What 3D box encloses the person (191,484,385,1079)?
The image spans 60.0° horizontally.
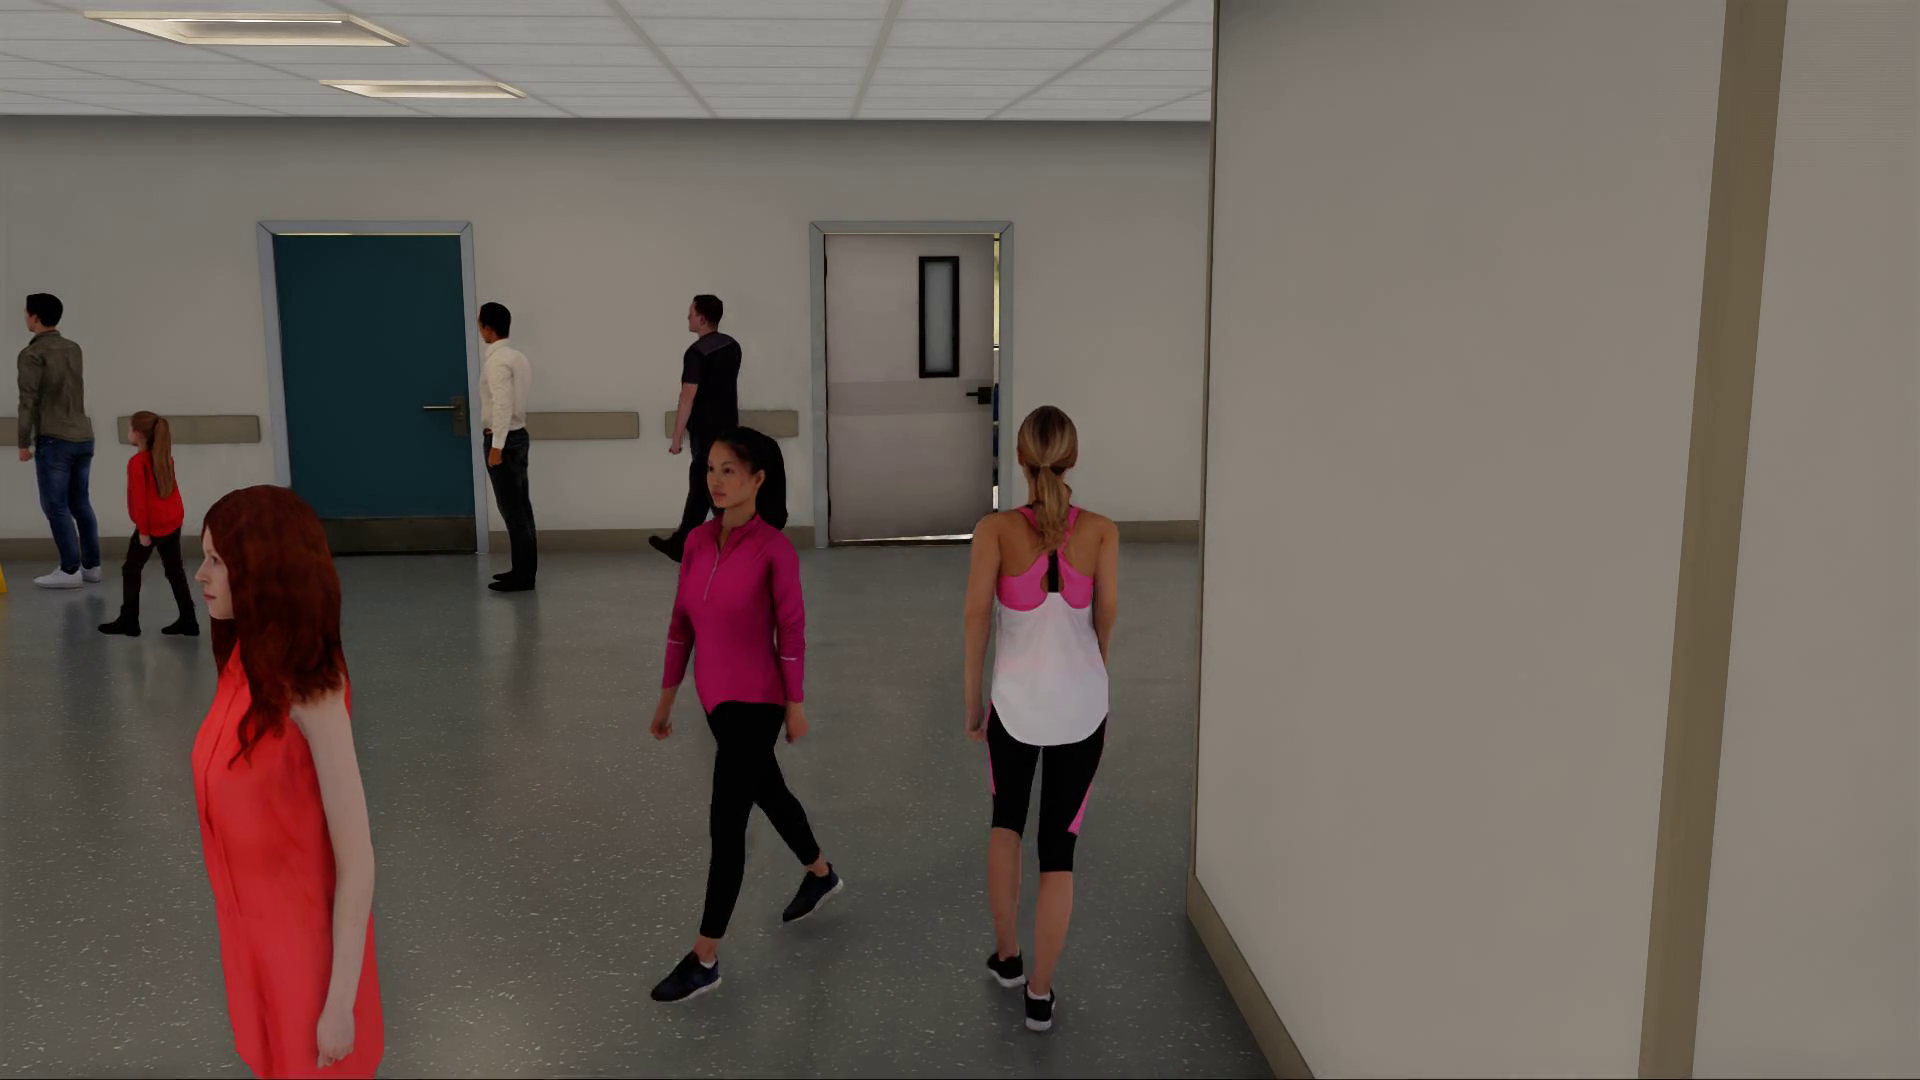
[{"bbox_3d":[-1.230,0.797,3.131,0.705,1.827,0.678,-10,14,-41],"label":"person"}]

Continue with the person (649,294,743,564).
[{"bbox_3d":[-1.549,-0.656,10.823,1.200,1.812,1.011,4,11,18],"label":"person"}]

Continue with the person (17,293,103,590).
[{"bbox_3d":[-5.686,-0.627,10.539,0.686,1.862,0.751,2,11,10],"label":"person"}]

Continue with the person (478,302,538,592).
[{"bbox_3d":[-2.846,-0.589,10.483,0.544,1.808,0.657,0,11,-2],"label":"person"}]

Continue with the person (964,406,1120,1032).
[{"bbox_3d":[0.252,0.532,4.674,0.615,1.772,0.681,0,11,0],"label":"person"}]

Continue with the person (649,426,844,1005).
[{"bbox_3d":[-0.612,0.503,5.137,1.113,1.655,1.135,8,13,36],"label":"person"}]

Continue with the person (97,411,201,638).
[{"bbox_3d":[-4.391,-0.069,9.198,0.791,1.265,0.602,2,11,9],"label":"person"}]
